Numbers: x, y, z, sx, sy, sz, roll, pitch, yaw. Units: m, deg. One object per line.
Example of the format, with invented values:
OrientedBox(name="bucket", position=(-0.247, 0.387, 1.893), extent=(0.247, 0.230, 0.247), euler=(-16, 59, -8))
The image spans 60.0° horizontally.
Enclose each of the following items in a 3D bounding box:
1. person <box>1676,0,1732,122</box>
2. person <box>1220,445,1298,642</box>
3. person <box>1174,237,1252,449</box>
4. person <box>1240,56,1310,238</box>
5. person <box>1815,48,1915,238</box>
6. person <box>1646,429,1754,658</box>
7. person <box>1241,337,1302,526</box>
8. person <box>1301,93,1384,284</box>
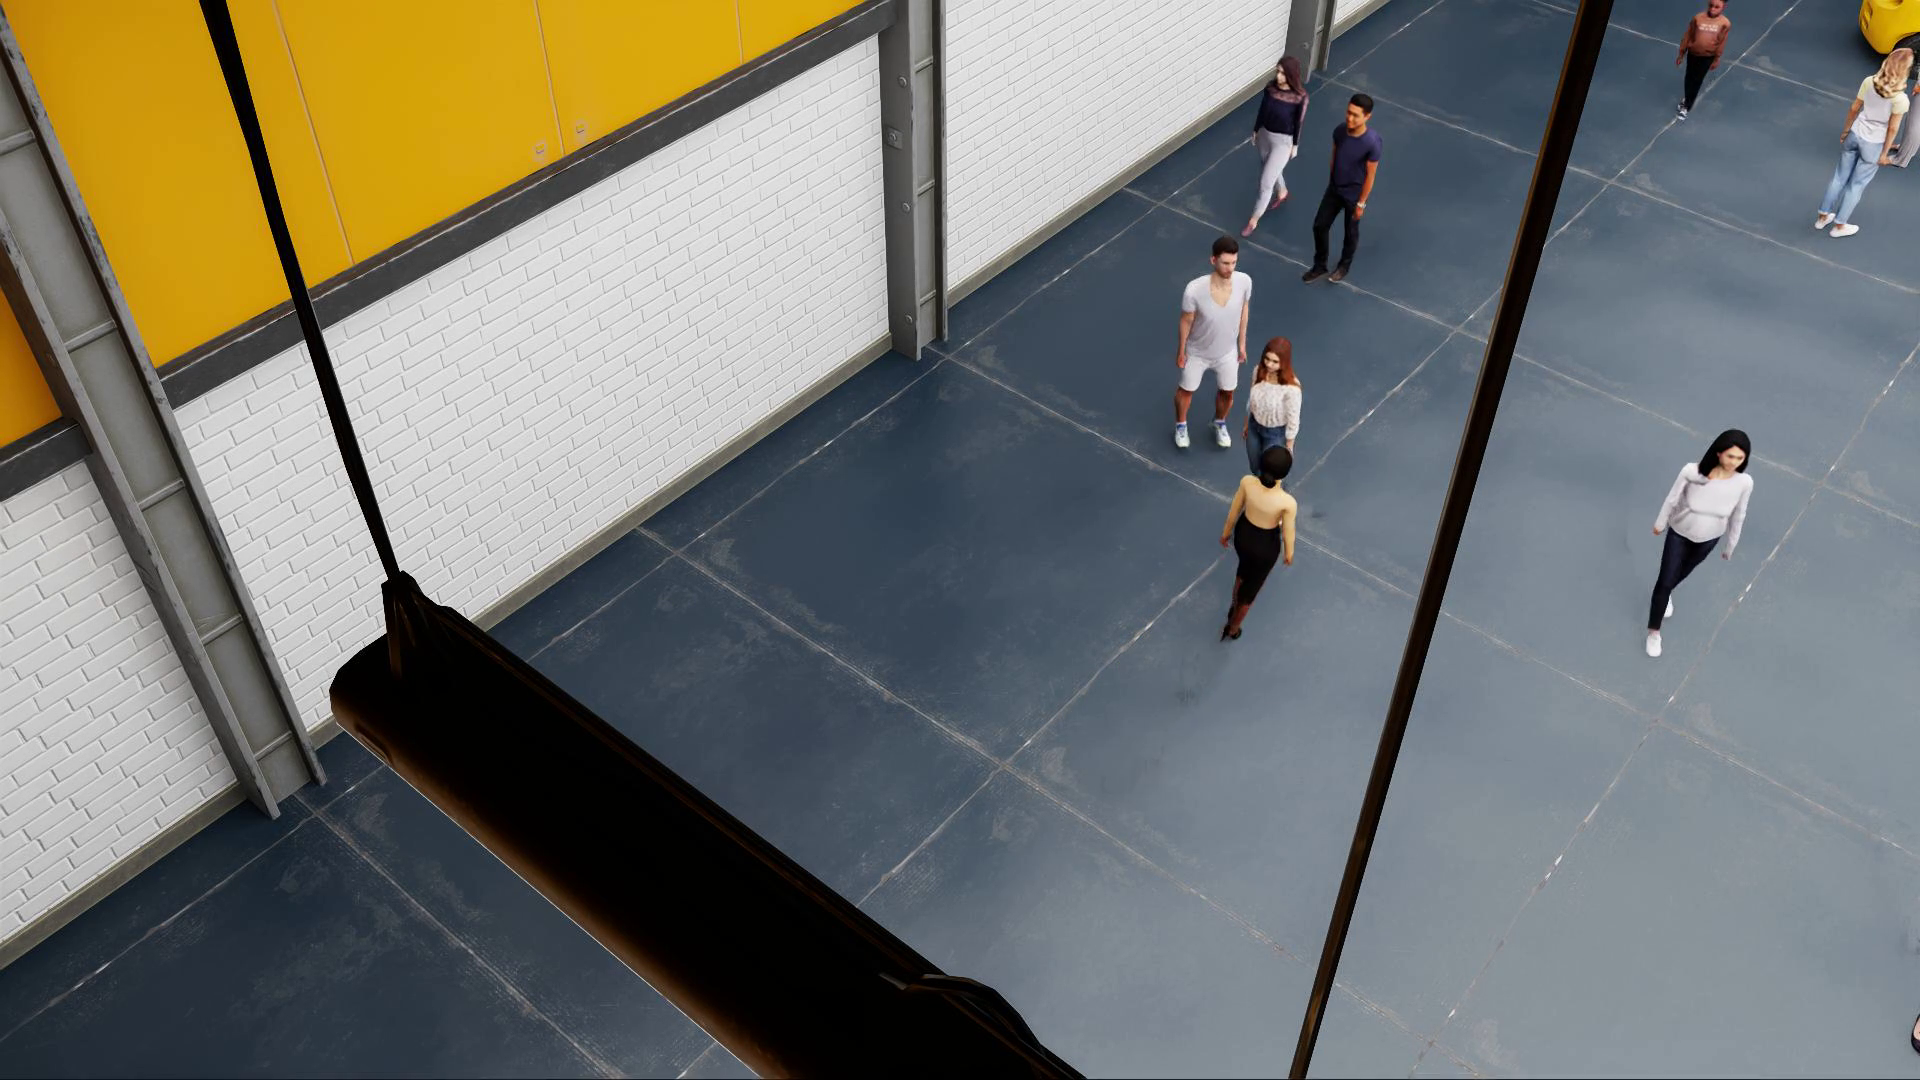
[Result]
OrientedBox(name="person", position=(7.165, -4.707, 16.025), extent=(0.573, 1.230, 0.825), euler=(26, 49, 25))
OrientedBox(name="person", position=(1.851, 0.092, 10.688), extent=(0.609, 1.642, 0.616), euler=(30, 51, 28))
OrientedBox(name="person", position=(1.827, -1.455, 12.165), extent=(0.753, 1.845, 0.855), euler=(-8, 44, -8))
OrientedBox(name="person", position=(2.770, -3.459, 14.462), extent=(1.013, 1.579, 0.692), euler=(-30, 51, -28))
OrientedBox(name="person", position=(7.798, -3.418, 14.314), extent=(0.669, 1.723, 0.697), euler=(-21, 47, -20))
OrientedBox(name="person", position=(4.796, -0.106, 10.876), extent=(0.925, 1.670, 1.092), euler=(8, 44, 8))
OrientedBox(name="person", position=(2.204, -0.753, 11.527), extent=(0.764, 1.710, 0.714), euler=(-23, 48, -23))
OrientedBox(name="person", position=(3.266, -2.912, 13.746), extent=(0.655, 1.774, 0.696), euler=(33, 53, 30))
